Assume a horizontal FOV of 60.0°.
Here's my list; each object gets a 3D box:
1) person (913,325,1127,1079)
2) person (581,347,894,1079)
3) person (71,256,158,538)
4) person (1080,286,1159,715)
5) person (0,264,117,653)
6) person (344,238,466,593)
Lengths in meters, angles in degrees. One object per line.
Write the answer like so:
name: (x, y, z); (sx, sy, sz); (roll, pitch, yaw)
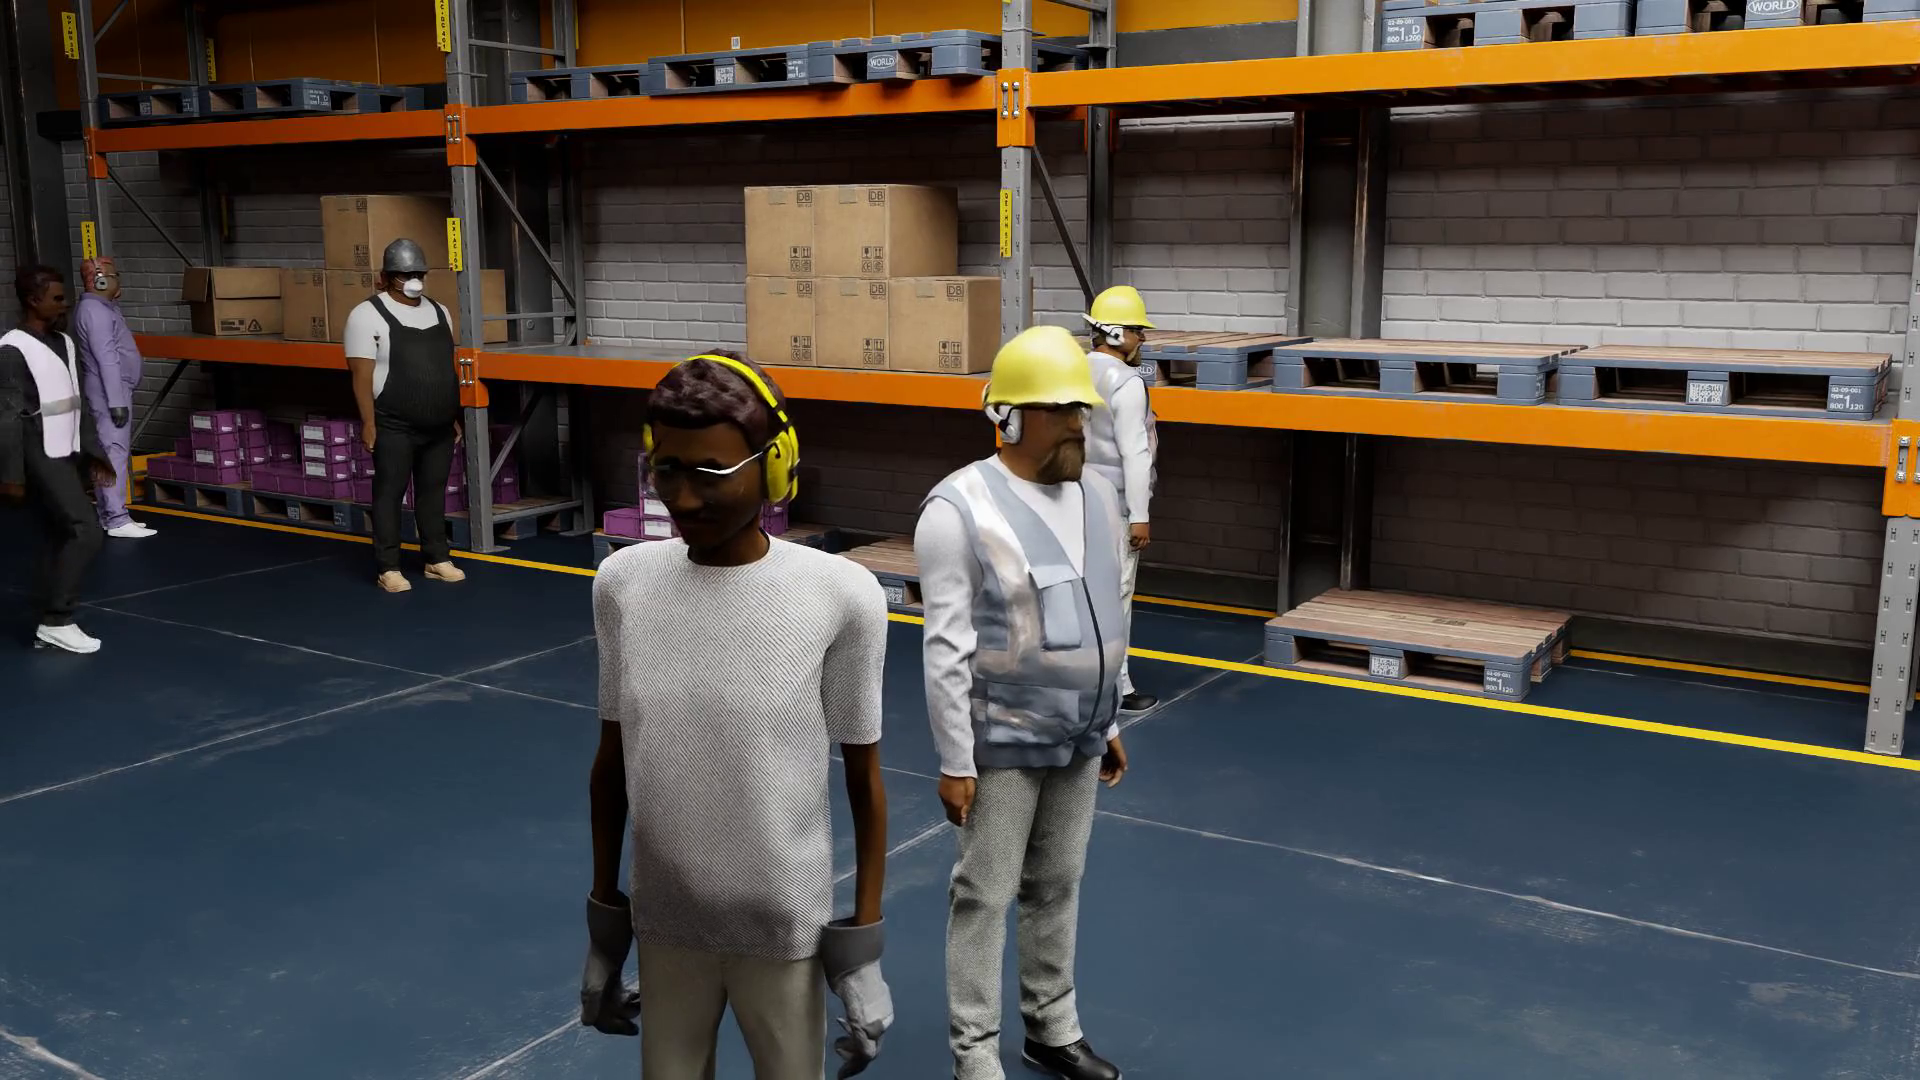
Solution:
person: (0.173, 0.432, 3.807); (0.586, 1.835, 0.403); (-10, 14, -43)
person: (-0.357, 0.636, 2.608); (0.519, 1.861, 0.328); (2, 10, 12)
person: (-5.789, -0.970, 11.365); (0.410, 1.913, 0.643); (-7, 13, -35)
person: (0.645, -0.168, 7.146); (0.403, 1.827, 0.599); (-5, 11, -27)
person: (-4.396, -0.386, 8.150); (0.512, 1.902, 0.600); (-2, 10, -11)
person: (-3.162, -0.729, 9.667); (0.536, 2.000, 0.688); (7, 13, 36)
